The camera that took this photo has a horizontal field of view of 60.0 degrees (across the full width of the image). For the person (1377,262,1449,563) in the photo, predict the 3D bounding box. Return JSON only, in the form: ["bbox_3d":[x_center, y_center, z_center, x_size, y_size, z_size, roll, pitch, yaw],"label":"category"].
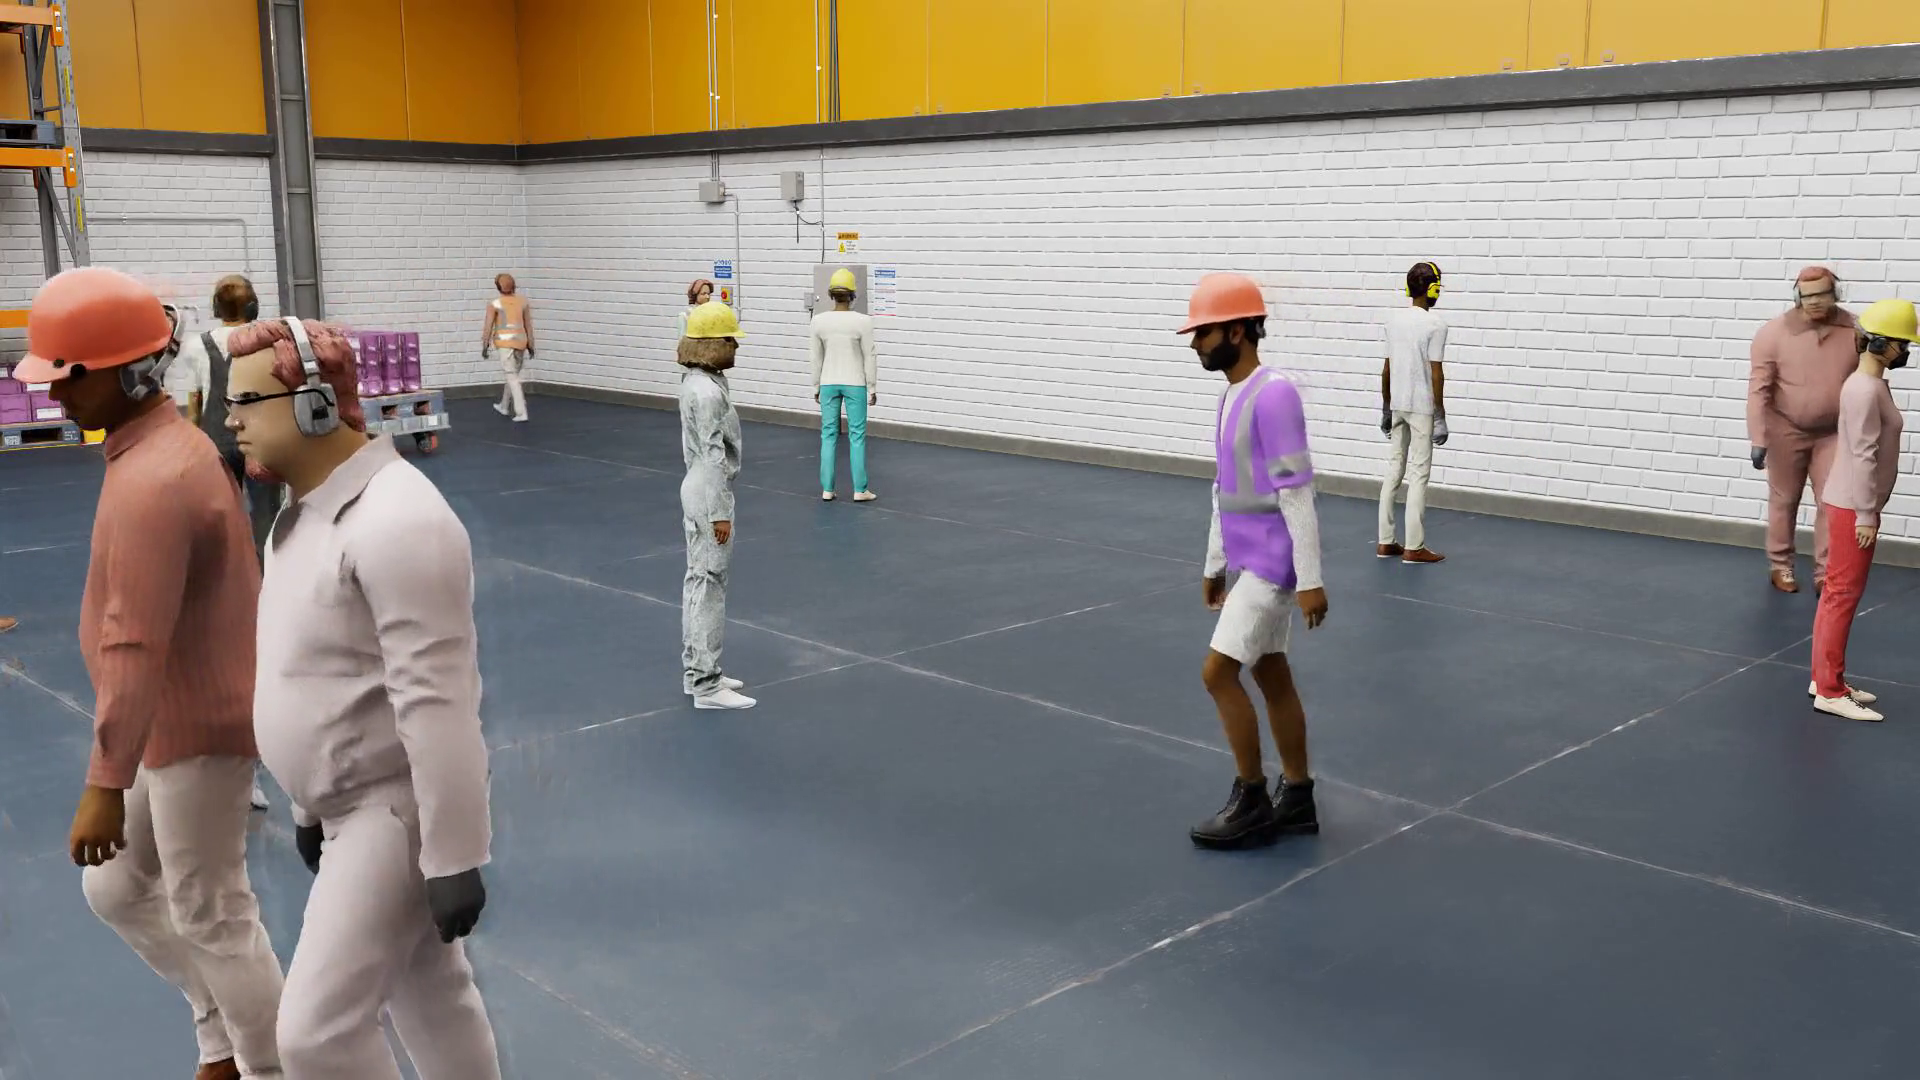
[{"bbox_3d":[2.821,-0.783,10.326,0.319,1.857,0.505,-6,12,-29],"label":"person"}]

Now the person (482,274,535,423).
[{"bbox_3d":[-4.966,-2.093,18.141,0.835,1.592,0.544,9,14,41],"label":"person"}]

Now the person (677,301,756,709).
[{"bbox_3d":[-1.053,-0.150,7.173,0.307,1.743,0.494,-3,11,-16],"label":"person"}]

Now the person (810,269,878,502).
[{"bbox_3d":[-0.876,-1.163,12.640,0.532,1.768,0.311,3,11,14],"label":"person"}]

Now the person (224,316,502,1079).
[{"bbox_3d":[-1.125,0.523,3.144,0.638,1.875,0.660,-7,12,-33],"label":"person"}]

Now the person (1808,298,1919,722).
[{"bbox_3d":[3.818,-0.131,7.023,0.319,1.763,0.522,5,11,25],"label":"person"}]

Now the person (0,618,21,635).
[{"bbox_3d":[-5.162,-0.440,8.246,0.656,1.933,0.621,-5,12,-26],"label":"person"}]

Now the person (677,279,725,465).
[{"bbox_3d":[-2.279,-1.473,14.670,0.308,1.639,0.524,7,12,33],"label":"person"}]

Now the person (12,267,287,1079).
[{"bbox_3d":[-1.659,0.408,3.544,0.489,1.954,0.650,-5,12,-25],"label":"person"}]

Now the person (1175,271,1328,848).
[{"bbox_3d":[0.954,0.077,5.500,0.601,1.901,0.585,0,10,-3],"label":"person"}]

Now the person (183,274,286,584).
[{"bbox_3d":[-3.643,-0.418,8.398,0.508,1.834,0.561,0,10,-1],"label":"person"}]

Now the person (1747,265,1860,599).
[{"bbox_3d":[4.696,-0.581,9.206,0.670,1.858,0.838,3,11,13],"label":"person"}]

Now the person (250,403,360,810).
[{"bbox_3d":[-2.231,0.178,5.747,0.780,1.613,0.522,-2,11,-12],"label":"person"}]
